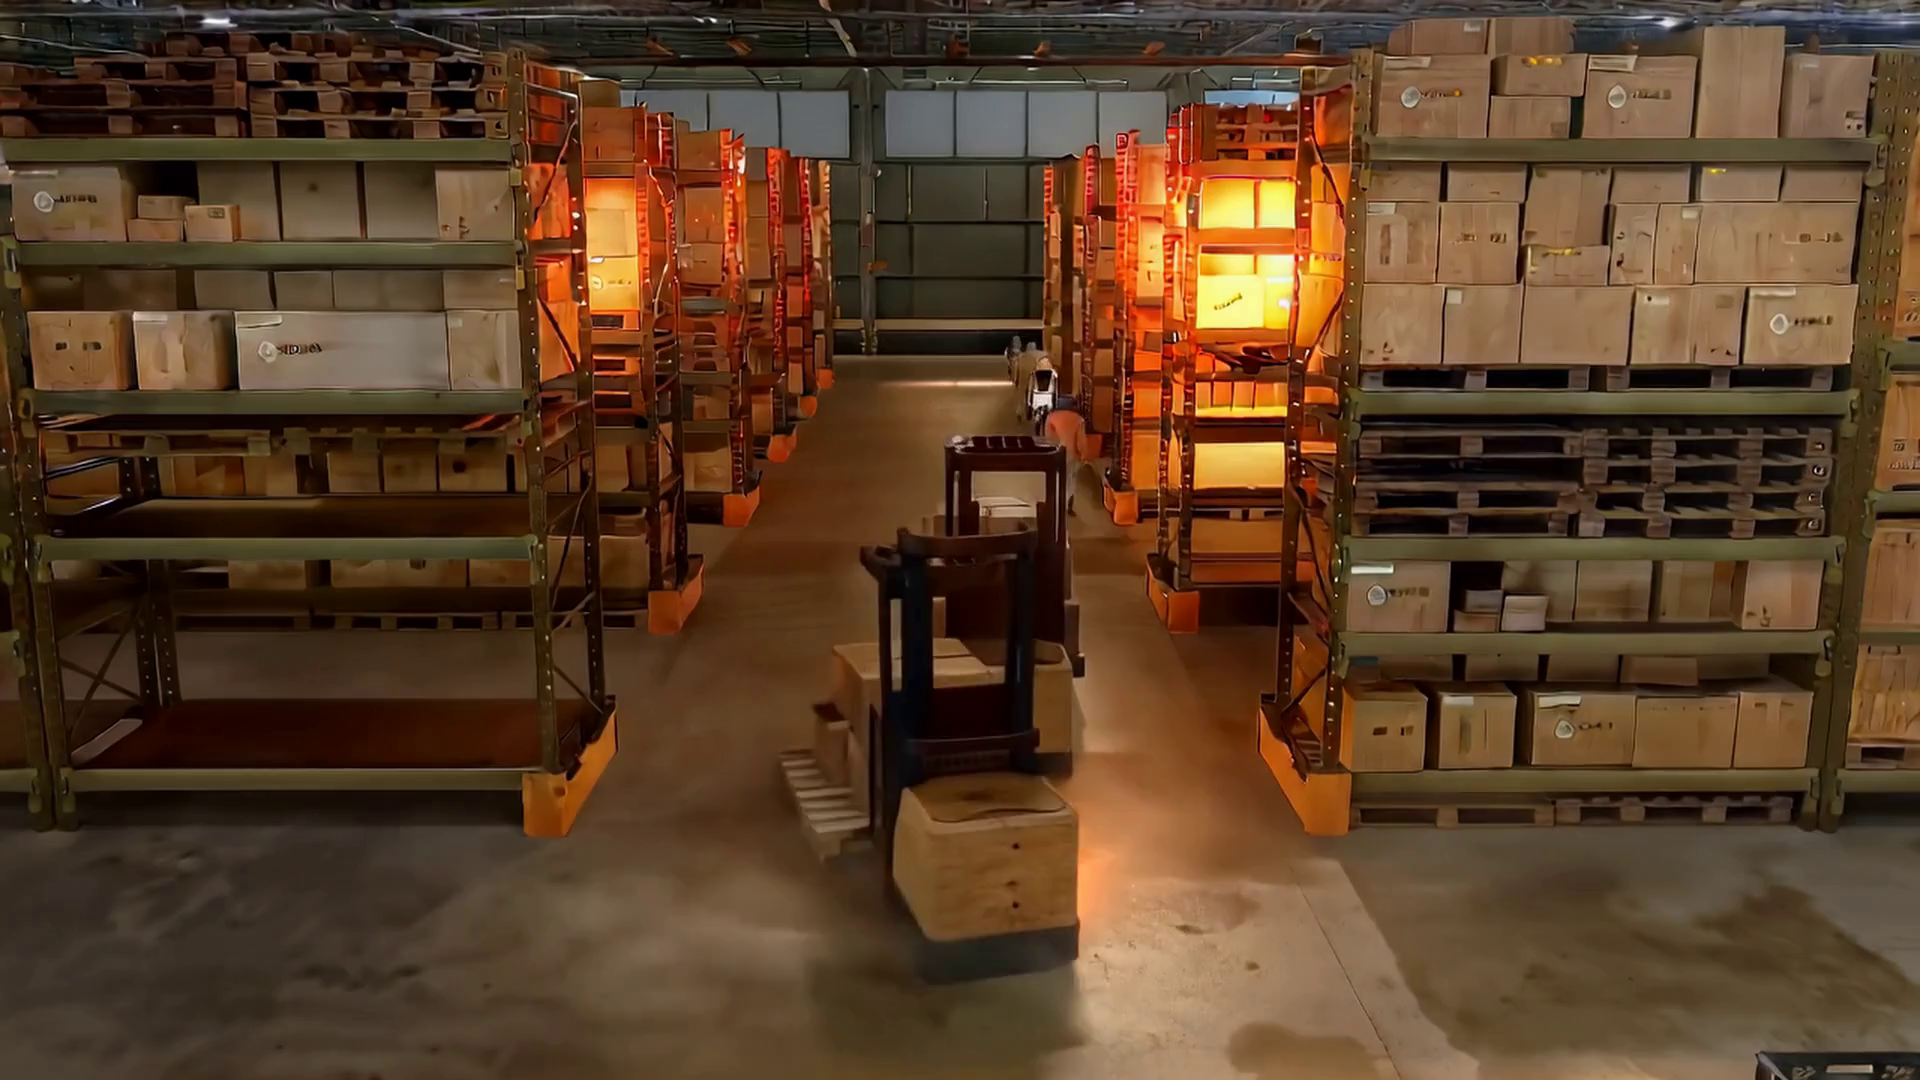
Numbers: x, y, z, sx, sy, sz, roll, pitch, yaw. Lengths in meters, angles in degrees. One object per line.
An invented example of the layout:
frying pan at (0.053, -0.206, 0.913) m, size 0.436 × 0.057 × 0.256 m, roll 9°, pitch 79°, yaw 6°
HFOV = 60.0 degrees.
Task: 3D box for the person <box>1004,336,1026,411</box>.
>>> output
person at (1.349, -4.037, 40.359) m, size 0.588 × 1.806 × 0.803 m, roll 2°, pitch 12°, yaw 11°

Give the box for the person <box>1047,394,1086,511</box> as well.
person at (1.726, -1.401, 27.044) m, size 0.634 × 1.926 × 0.524 m, roll 0°, pitch 11°, yaw 2°

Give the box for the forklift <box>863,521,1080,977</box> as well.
forklift at (0.060, 1.279, 11.363) m, size 1.129 × 2.768 × 1.873 m, roll -3°, pitch 12°, yaw -15°

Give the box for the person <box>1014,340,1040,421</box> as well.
person at (1.606, -3.676, 38.431) m, size 0.674 × 1.869 × 0.537 m, roll 5°, pitch 13°, yaw 24°

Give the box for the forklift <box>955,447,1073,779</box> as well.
forklift at (0.425, 0.560, 14.926) m, size 1.129 × 2.768 × 1.873 m, roll 0°, pitch 11°, yaw -2°

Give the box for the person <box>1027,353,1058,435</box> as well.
person at (1.658, -2.748, 33.450) m, size 0.636 × 2.020 × 0.534 m, roll 0°, pitch 11°, yaw 1°
